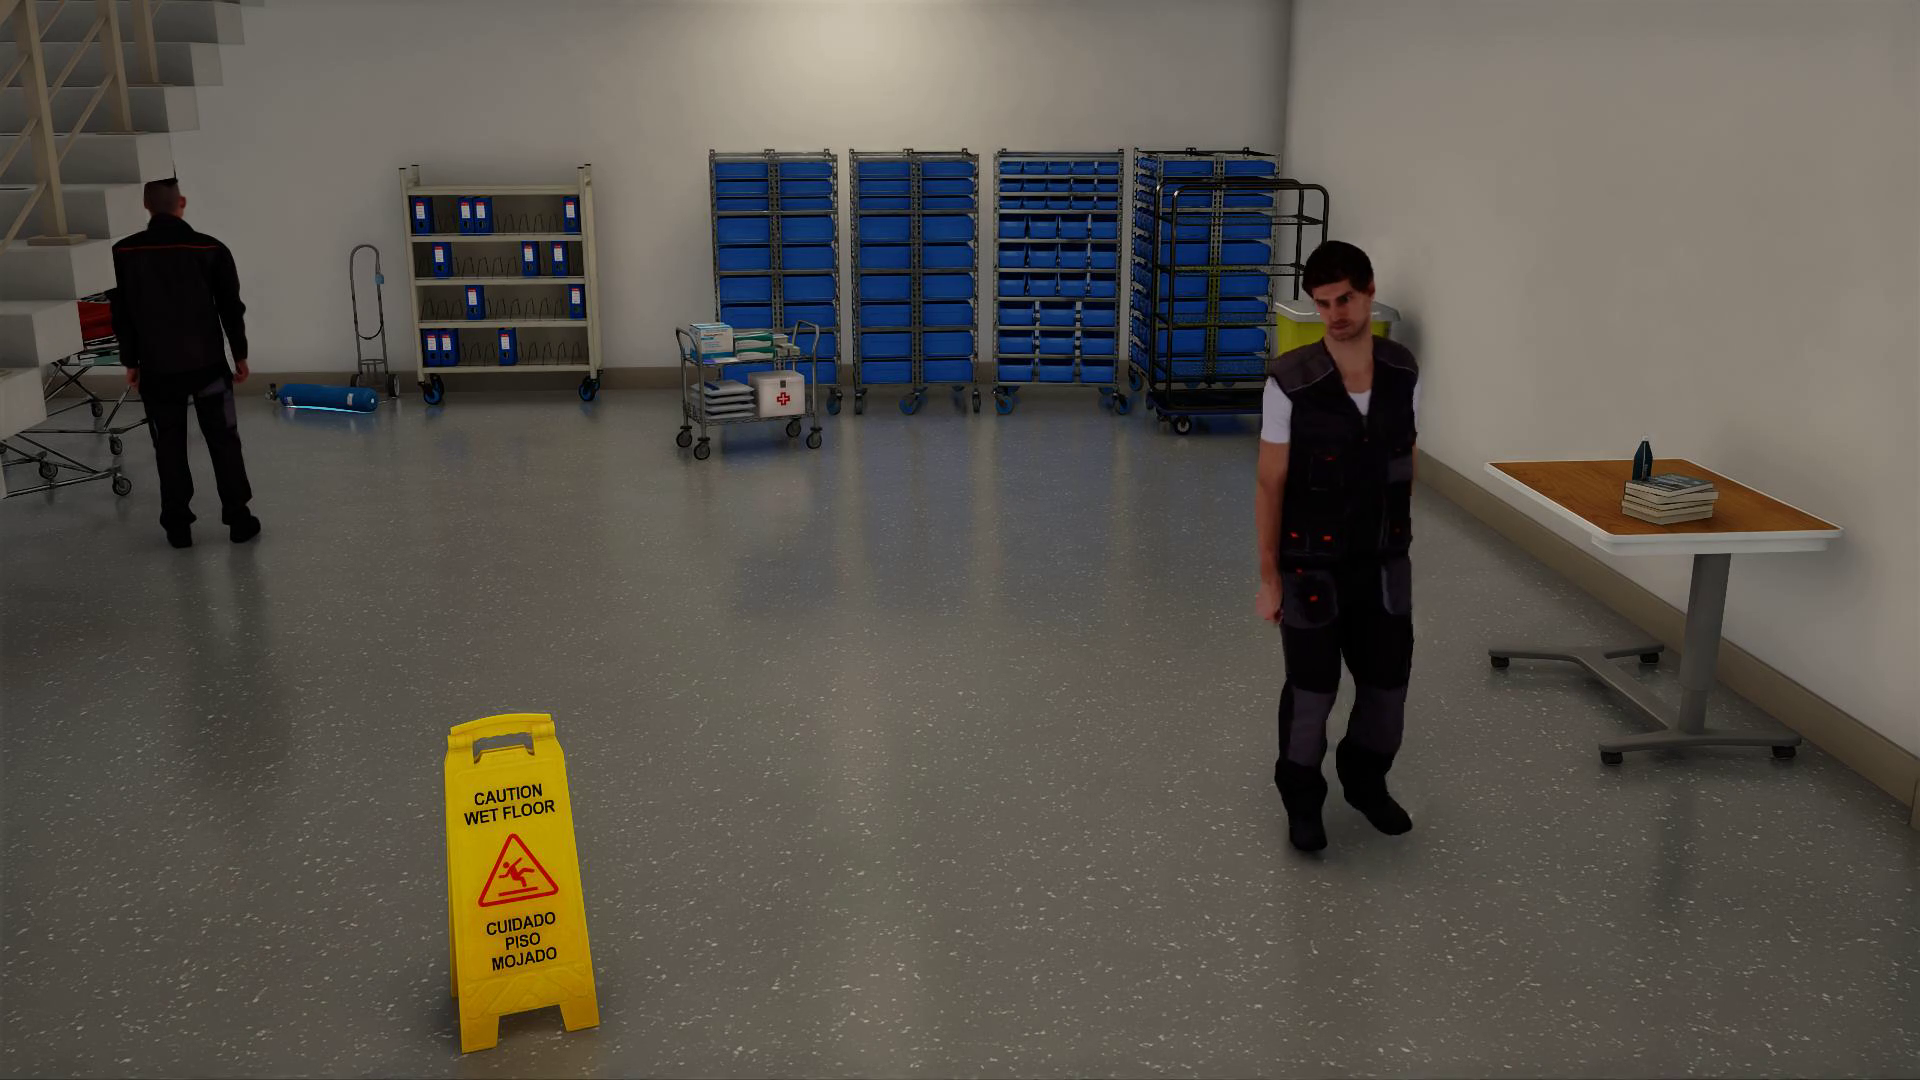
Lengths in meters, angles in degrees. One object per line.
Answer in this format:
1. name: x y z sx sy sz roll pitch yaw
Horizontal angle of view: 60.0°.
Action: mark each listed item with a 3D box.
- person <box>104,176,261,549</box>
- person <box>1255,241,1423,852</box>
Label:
1. person: -3.781 -0.900 8.104 0.821 1.866 0.700 -5 17 -17
2. person: 1.095 0.049 4.842 0.748 1.810 0.677 -7 17 -24
